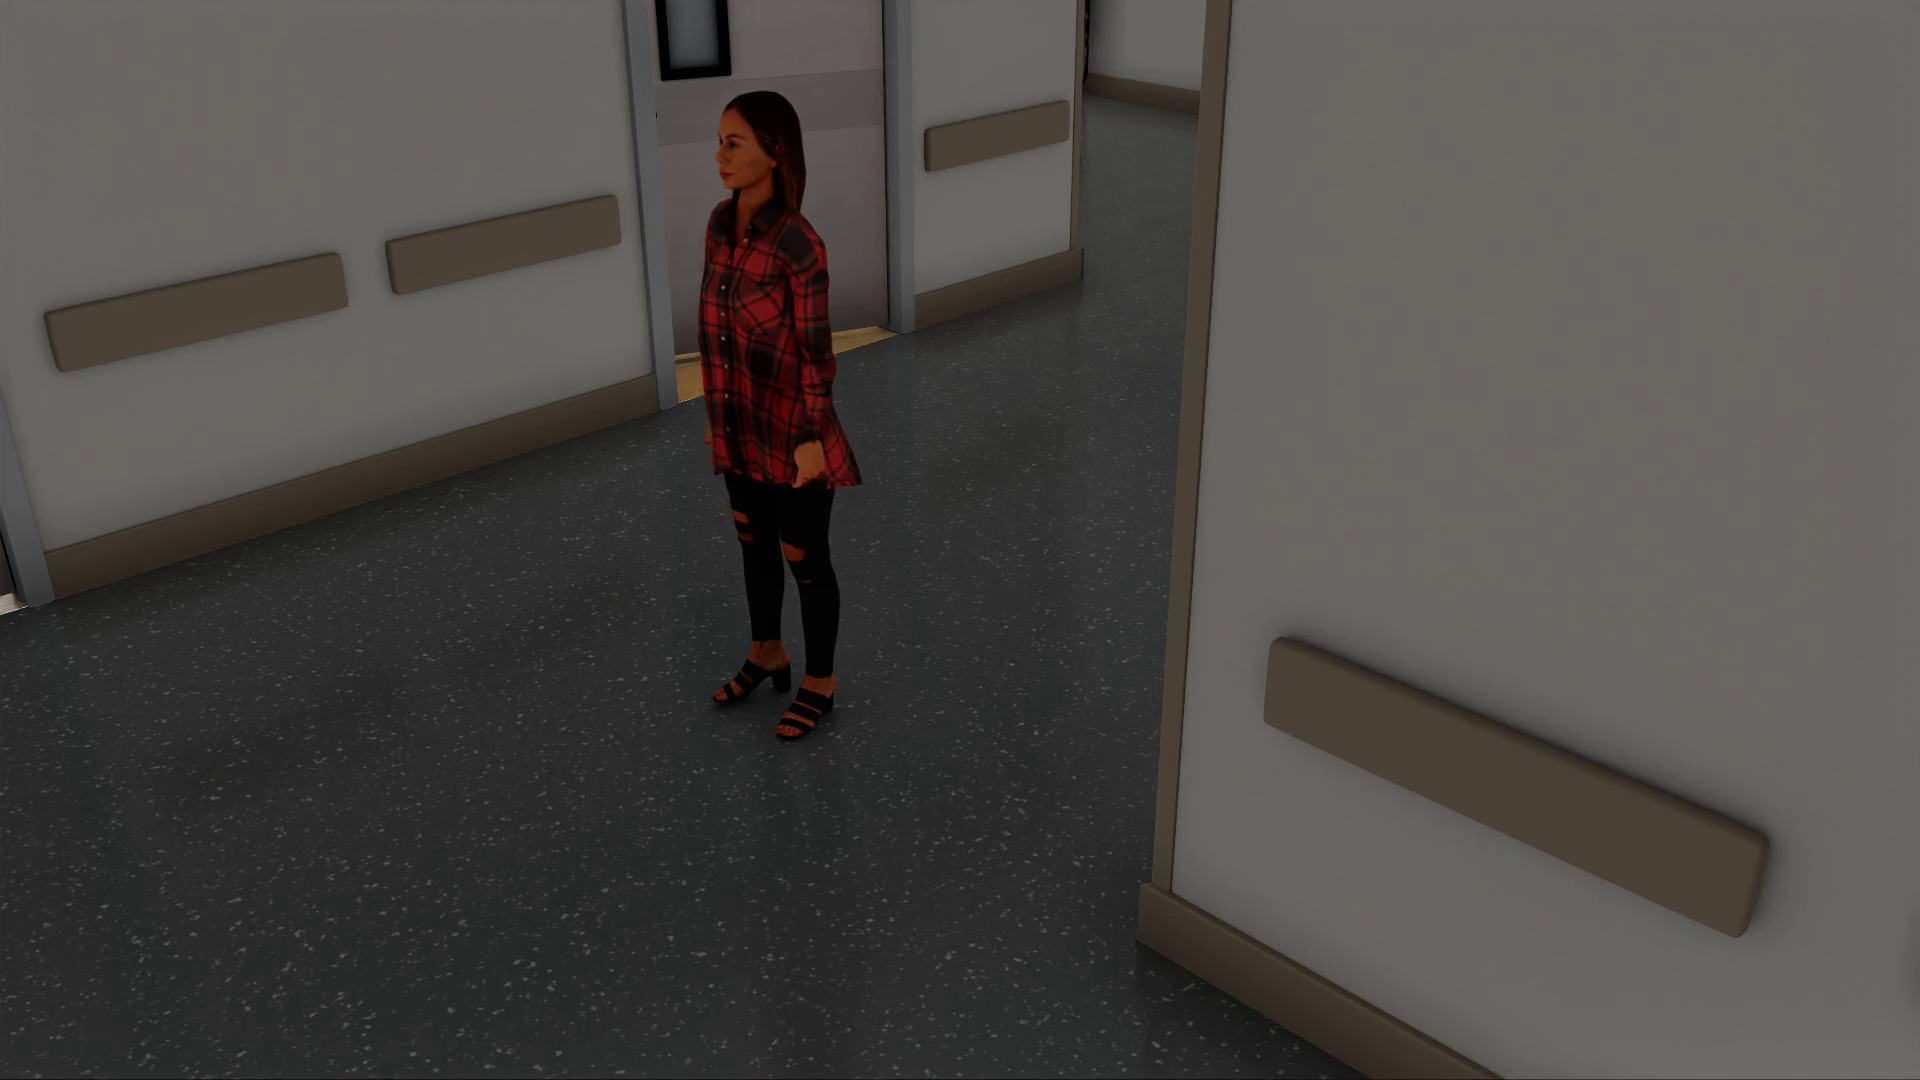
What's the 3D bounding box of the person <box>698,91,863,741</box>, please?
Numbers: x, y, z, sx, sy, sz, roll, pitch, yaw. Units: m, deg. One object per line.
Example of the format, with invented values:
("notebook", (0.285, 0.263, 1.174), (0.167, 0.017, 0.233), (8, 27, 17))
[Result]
("person", (-0.476, -0.295, 4.275), (0.545, 1.703, 0.603), (-23, 34, -39))
